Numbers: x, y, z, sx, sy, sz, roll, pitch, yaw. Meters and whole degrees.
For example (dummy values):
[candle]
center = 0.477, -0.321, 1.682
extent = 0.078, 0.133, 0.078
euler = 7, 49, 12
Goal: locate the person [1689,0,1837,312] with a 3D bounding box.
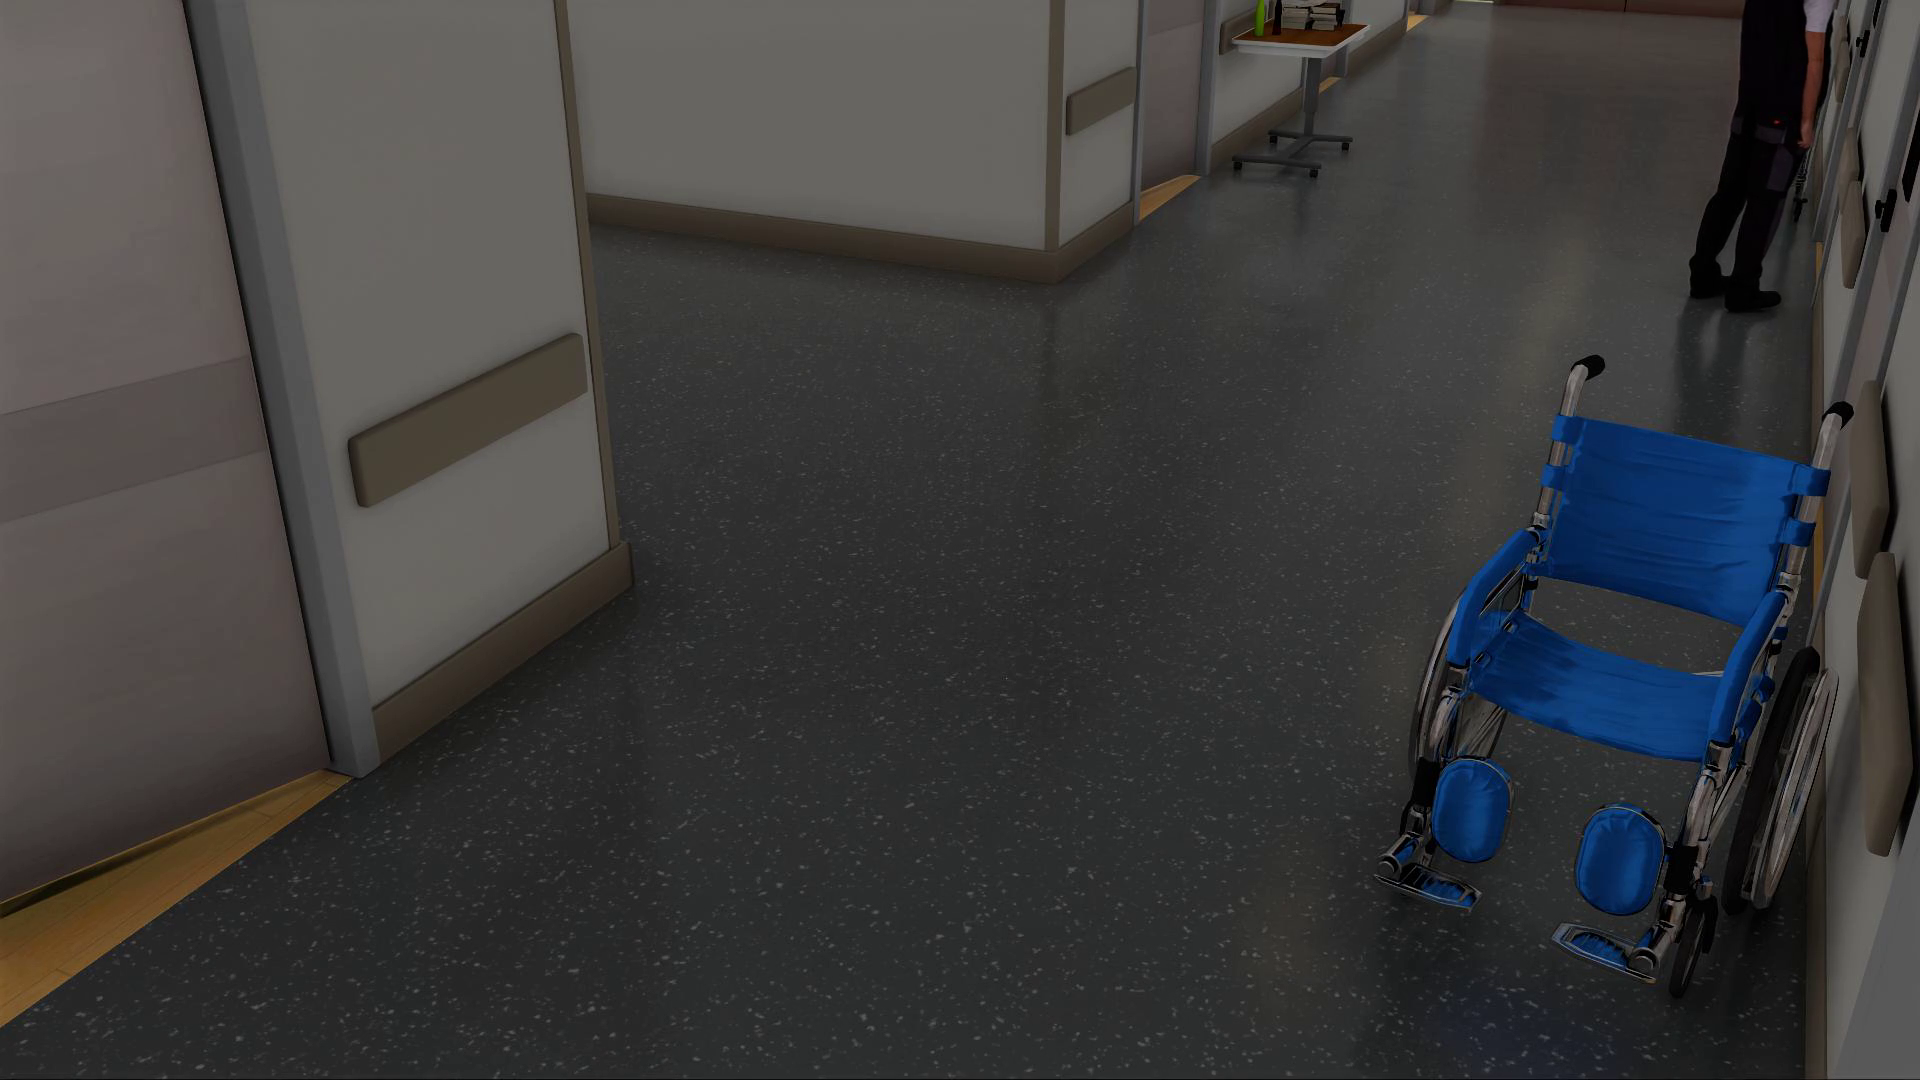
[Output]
[person]
center = 3.751, -1.992, 7.703
extent = 0.792, 1.848, 0.715
euler = -6, 26, -13
